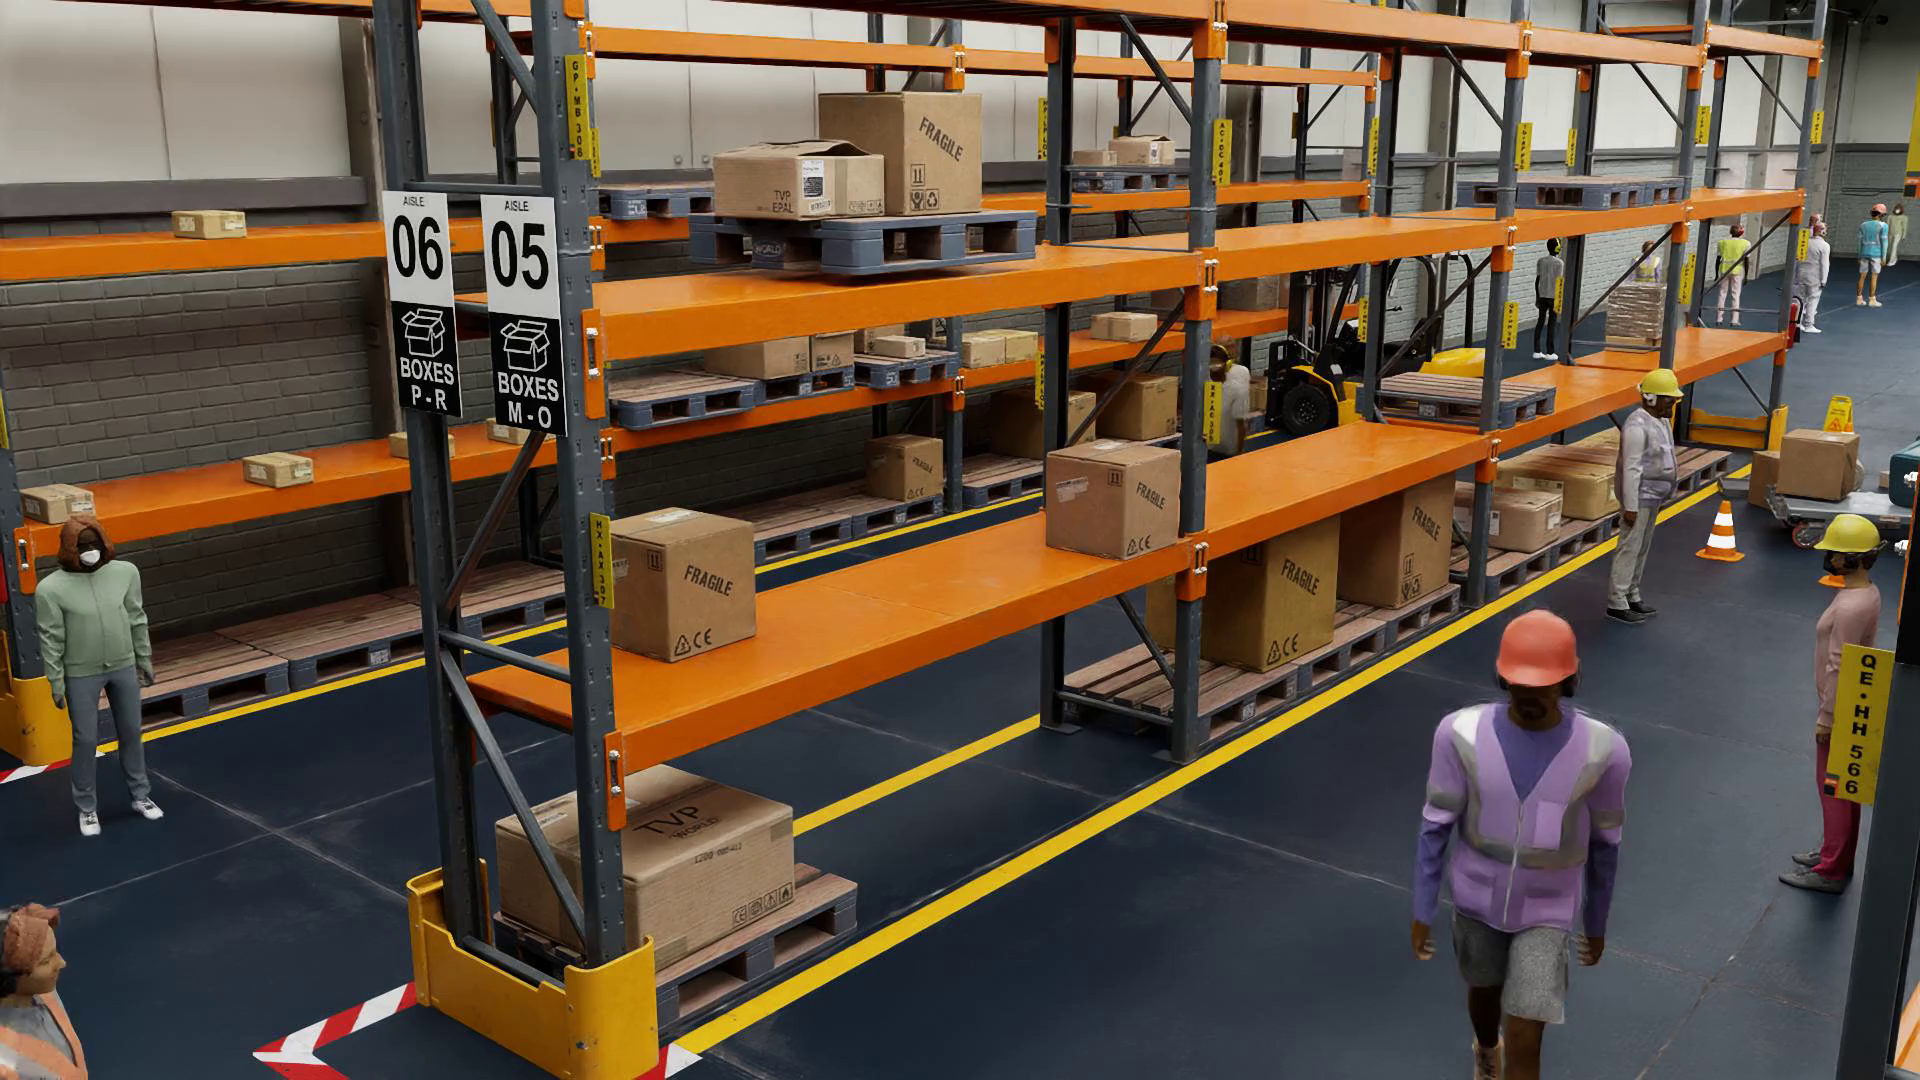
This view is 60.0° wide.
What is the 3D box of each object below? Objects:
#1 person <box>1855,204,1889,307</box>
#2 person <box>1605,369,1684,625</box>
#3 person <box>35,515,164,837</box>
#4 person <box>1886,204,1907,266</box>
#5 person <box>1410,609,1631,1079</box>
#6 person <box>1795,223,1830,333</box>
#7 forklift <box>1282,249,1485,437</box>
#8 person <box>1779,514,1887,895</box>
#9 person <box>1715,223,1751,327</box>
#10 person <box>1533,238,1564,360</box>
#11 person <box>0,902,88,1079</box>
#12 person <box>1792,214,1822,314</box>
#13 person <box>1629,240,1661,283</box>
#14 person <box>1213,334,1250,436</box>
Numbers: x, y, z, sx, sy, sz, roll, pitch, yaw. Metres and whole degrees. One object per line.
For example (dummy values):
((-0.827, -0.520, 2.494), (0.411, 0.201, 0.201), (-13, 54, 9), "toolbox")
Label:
((18.222, -5.678, 33.202), (0.384, 2.035, 0.605), (-7, 16, -27), "person")
((4.854, -0.312, 11.794), (0.404, 1.824, 0.598), (11, 18, 38), "person")
((-4.270, 0.660, 8.252), (0.296, 1.623, 0.502), (12, 18, 39), "person")
((24.396, -7.950, 43.353), (0.827, 1.599, 0.502), (-10, 17, -36), "person")
((1.816, 1.168, 5.446), (0.615, 1.992, 1.086), (7, 15, 26), "person")
((14.851, -4.560, 28.945), (0.399, 1.900, 0.636), (-5, 15, -18), "person")
((4.886, -2.214, 18.767), (2.313, 2.155, 1.214), (11, 18, 38), "forklift")
((4.012, 0.745, 7.622), (0.337, 1.757, 0.518), (9, 16, 32), "person")
((13.814, -4.747, 29.798), (0.565, 1.845, 0.384), (12, 18, 39), "person")
((9.037, -3.696, 25.469), (0.328, 1.872, 0.509), (-9, 16, -32), "person")
((-2.368, 1.663, 4.212), (0.839, 1.601, 0.521), (-6, 15, -22), "person")
((16.300, -5.291, 31.913), (0.399, 1.900, 0.645), (-4, 14, -16), "person")
((11.642, -4.278, 28.330), (0.523, 1.635, 0.313), (1, 14, 2), "person")
((2.405, -1.073, 15.282), (0.501, 1.632, 0.286), (5, 15, 18), "person")
